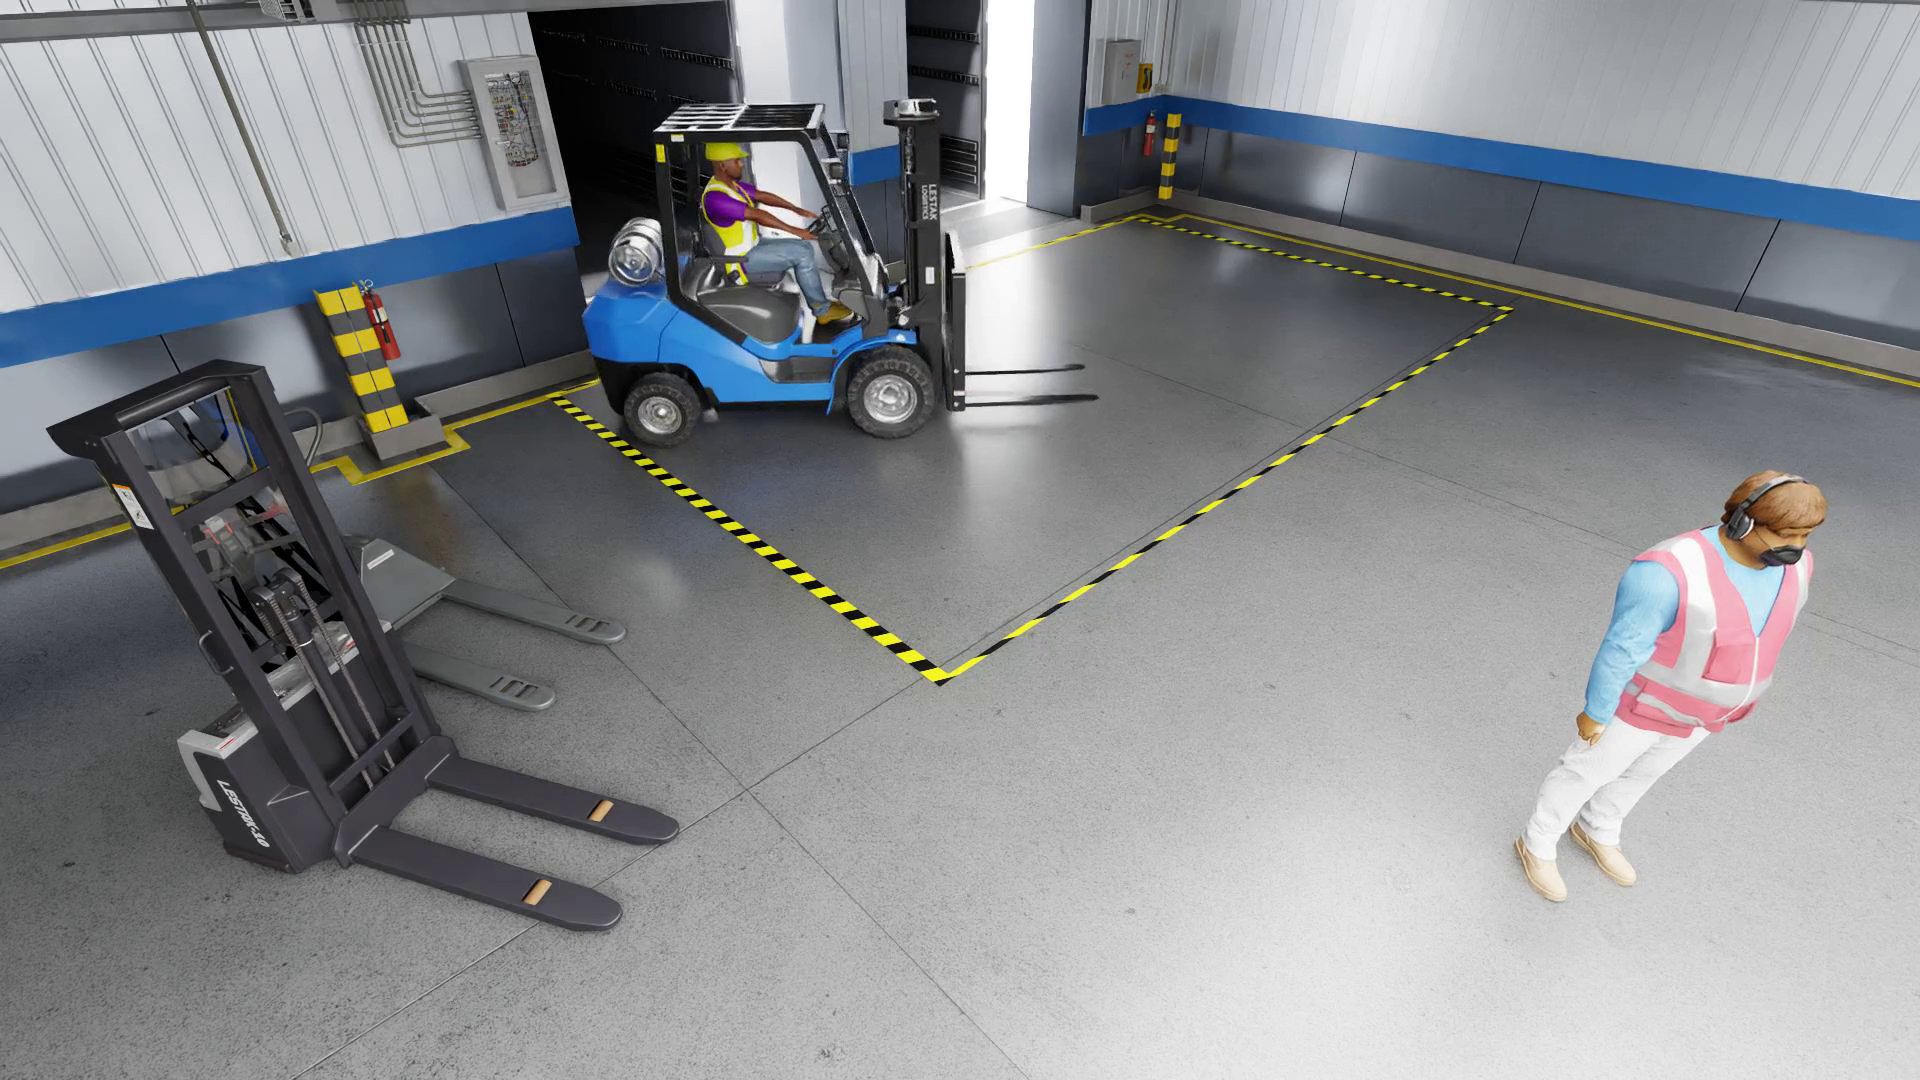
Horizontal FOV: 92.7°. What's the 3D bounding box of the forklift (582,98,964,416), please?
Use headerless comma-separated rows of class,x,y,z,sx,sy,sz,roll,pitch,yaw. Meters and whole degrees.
forklift,-1.336,-2.035,6.650,2.680,2.036,1.157,-2,34,-3

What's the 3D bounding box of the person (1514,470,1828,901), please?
person,2.510,0.574,3.267,0.633,1.842,0.429,-7,35,-10

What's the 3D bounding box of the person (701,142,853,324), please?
person,-1.276,-2.187,6.542,1.004,1.293,0.635,-2,34,-3

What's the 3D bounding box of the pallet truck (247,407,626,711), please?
pallet truck,-2.628,0.038,4.590,1.601,1.201,0.680,12,36,18

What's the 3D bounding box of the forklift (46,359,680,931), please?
forklift,-2.135,0.422,3.354,1.885,1.965,0.823,10,35,14
